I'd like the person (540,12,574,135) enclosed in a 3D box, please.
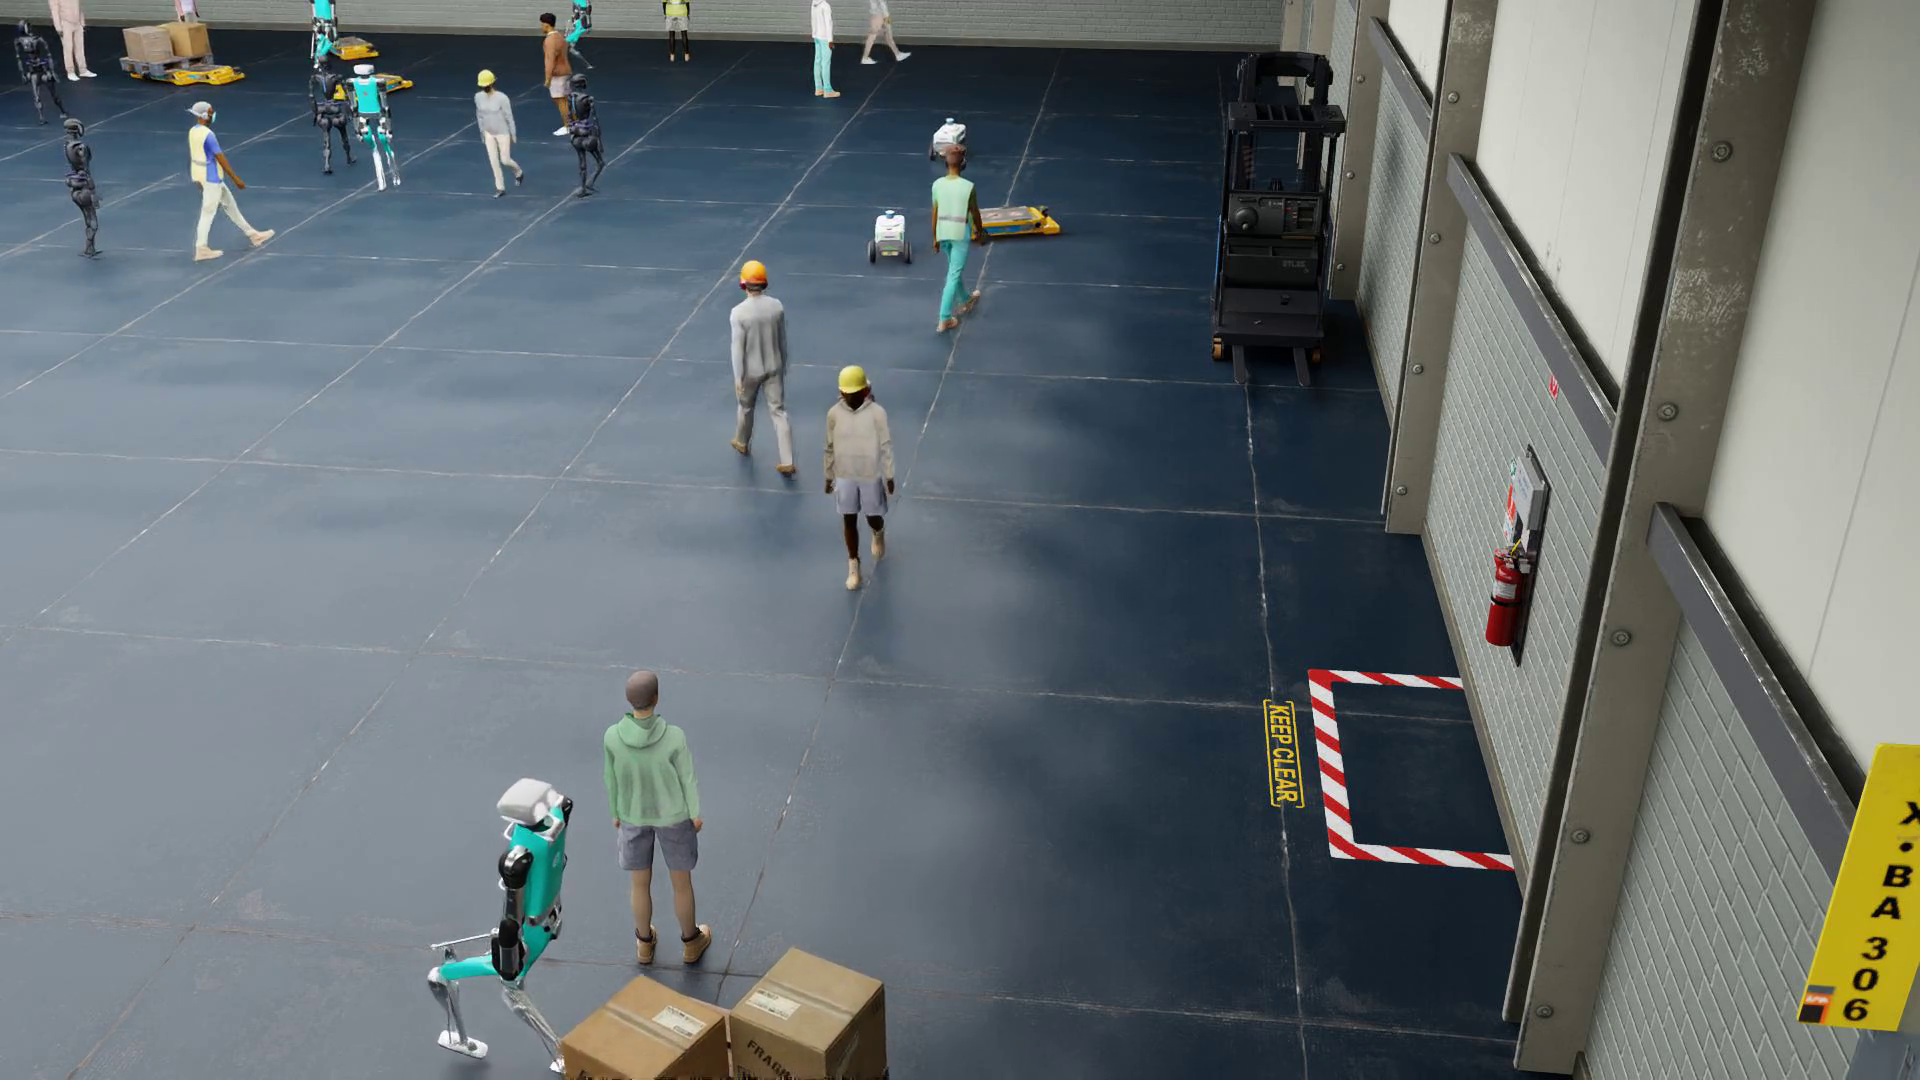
[{"bbox_3d":[-6.243,-7.255,25.868,0.431,1.841,0.836,5,27,10],"label":"person"}]

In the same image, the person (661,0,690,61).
[{"bbox_3d":[-5.320,-9.869,31.255,0.536,1.690,0.321,-4,27,-9],"label":"person"}]

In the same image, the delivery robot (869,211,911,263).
[{"bbox_3d":[-0.857,-3.690,20.177,0.525,0.587,0.743,0,27,0],"label":"delivery robot"}]

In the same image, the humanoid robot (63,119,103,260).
[{"bbox_3d":[-10.587,-4.203,19.964,0.463,1.647,0.615,-22,34,-37],"label":"humanoid robot"}]

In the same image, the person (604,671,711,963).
[{"bbox_3d":[-1.574,1.452,8.595,0.469,1.742,0.346,1,27,2],"label":"person"}]

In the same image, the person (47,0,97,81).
[{"bbox_3d":[-15.861,-9.179,29.658,0.403,1.893,0.656,9,28,17],"label":"person"}]

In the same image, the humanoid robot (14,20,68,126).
[{"bbox_3d":[-14.705,-7.500,26.613,0.610,1.643,0.769,0,27,-1],"label":"humanoid robot"}]

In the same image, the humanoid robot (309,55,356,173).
[{"bbox_3d":[-9.035,-6.106,23.839,0.603,1.636,0.834,0,27,-1],"label":"humanoid robot"}]

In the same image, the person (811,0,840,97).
[{"bbox_3d":[-2.327,-8.539,28.350,0.372,1.917,0.490,-18,32,-31],"label":"person"}]

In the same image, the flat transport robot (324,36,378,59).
[{"bbox_3d":[-11.807,-9.498,32.101,0.659,0.231,1.431,-18,32,-32],"label":"flat transport robot"}]

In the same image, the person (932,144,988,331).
[{"bbox_3d":[0.011,-3.279,17.834,0.486,1.930,1.000,16,31,29],"label":"person"}]

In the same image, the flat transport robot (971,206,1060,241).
[{"bbox_3d":[0.496,-4.035,21.195,1.431,0.231,0.659,-6,27,-13],"label":"flat transport robot"}]

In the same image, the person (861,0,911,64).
[{"bbox_3d":[-1.407,-9.798,30.956,0.986,1.821,0.536,-2,27,-5],"label":"person"}]

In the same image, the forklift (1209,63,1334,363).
[{"bbox_3d":[3.241,-3.477,17.183,1.129,2.768,1.873,3,27,6],"label":"forklift"}]

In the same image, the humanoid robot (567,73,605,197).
[{"bbox_3d":[-5.089,-5.478,22.501,0.599,1.653,0.359,18,32,31],"label":"humanoid robot"}]

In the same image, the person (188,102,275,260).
[{"bbox_3d":[-8.916,-4.344,20.062,1.010,1.838,0.509,-18,32,-32],"label":"person"}]

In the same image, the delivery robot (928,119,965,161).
[{"bbox_3d":[-0.158,-5.921,24.642,0.499,0.596,0.775,6,27,12],"label":"delivery robot"}]

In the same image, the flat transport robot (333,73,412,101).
[{"bbox_3d":[-10.187,-7.825,28.760,0.659,0.231,1.431,9,28,17],"label":"flat transport robot"}]

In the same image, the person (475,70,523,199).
[{"bbox_3d":[-6.243,-5.510,22.506,0.526,1.738,0.562,8,28,15],"label":"person"}]

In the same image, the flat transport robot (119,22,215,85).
[{"bbox_3d":[-14.172,-8.397,29.901,1.431,0.231,0.659,15,30,27],"label":"flat transport robot"}]

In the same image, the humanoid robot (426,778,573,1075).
[{"bbox_3d":[-2.263,1.850,7.873,0.986,1.761,0.553,6,27,13],"label":"humanoid robot"}]

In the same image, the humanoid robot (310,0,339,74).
[{"bbox_3d":[-11.152,-8.713,28.900,0.569,1.763,0.793,10,28,20],"label":"humanoid robot"}]

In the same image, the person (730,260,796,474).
[{"bbox_3d":[-1.718,-1.502,14.390,0.563,1.840,1.013,-14,30,-26],"label":"person"}]

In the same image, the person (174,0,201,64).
[{"bbox_3d":[-14.269,-9.805,30.751,0.401,2.035,0.608,3,27,5],"label":"person"}]

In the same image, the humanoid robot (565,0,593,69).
[{"bbox_3d":[-7.116,-9.378,30.269,0.533,1.778,0.986,24,35,39],"label":"humanoid robot"}]

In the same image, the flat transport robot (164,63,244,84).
[{"bbox_3d":[-13.660,-8.357,29.822,1.431,0.231,0.659,8,28,16],"label":"flat transport robot"}]

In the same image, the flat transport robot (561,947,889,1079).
[{"bbox_3d":[-1.085,2.791,7.566,0.659,0.231,1.431,11,29,21],"label":"flat transport robot"}]

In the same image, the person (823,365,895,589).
[{"bbox_3d":[-0.752,-0.515,12.511,0.540,1.751,0.514,2,27,5],"label":"person"}]

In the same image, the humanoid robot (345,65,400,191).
[{"bbox_3d":[-7.988,-5.624,22.847,0.542,1.881,0.811,-2,27,-3],"label":"humanoid robot"}]
